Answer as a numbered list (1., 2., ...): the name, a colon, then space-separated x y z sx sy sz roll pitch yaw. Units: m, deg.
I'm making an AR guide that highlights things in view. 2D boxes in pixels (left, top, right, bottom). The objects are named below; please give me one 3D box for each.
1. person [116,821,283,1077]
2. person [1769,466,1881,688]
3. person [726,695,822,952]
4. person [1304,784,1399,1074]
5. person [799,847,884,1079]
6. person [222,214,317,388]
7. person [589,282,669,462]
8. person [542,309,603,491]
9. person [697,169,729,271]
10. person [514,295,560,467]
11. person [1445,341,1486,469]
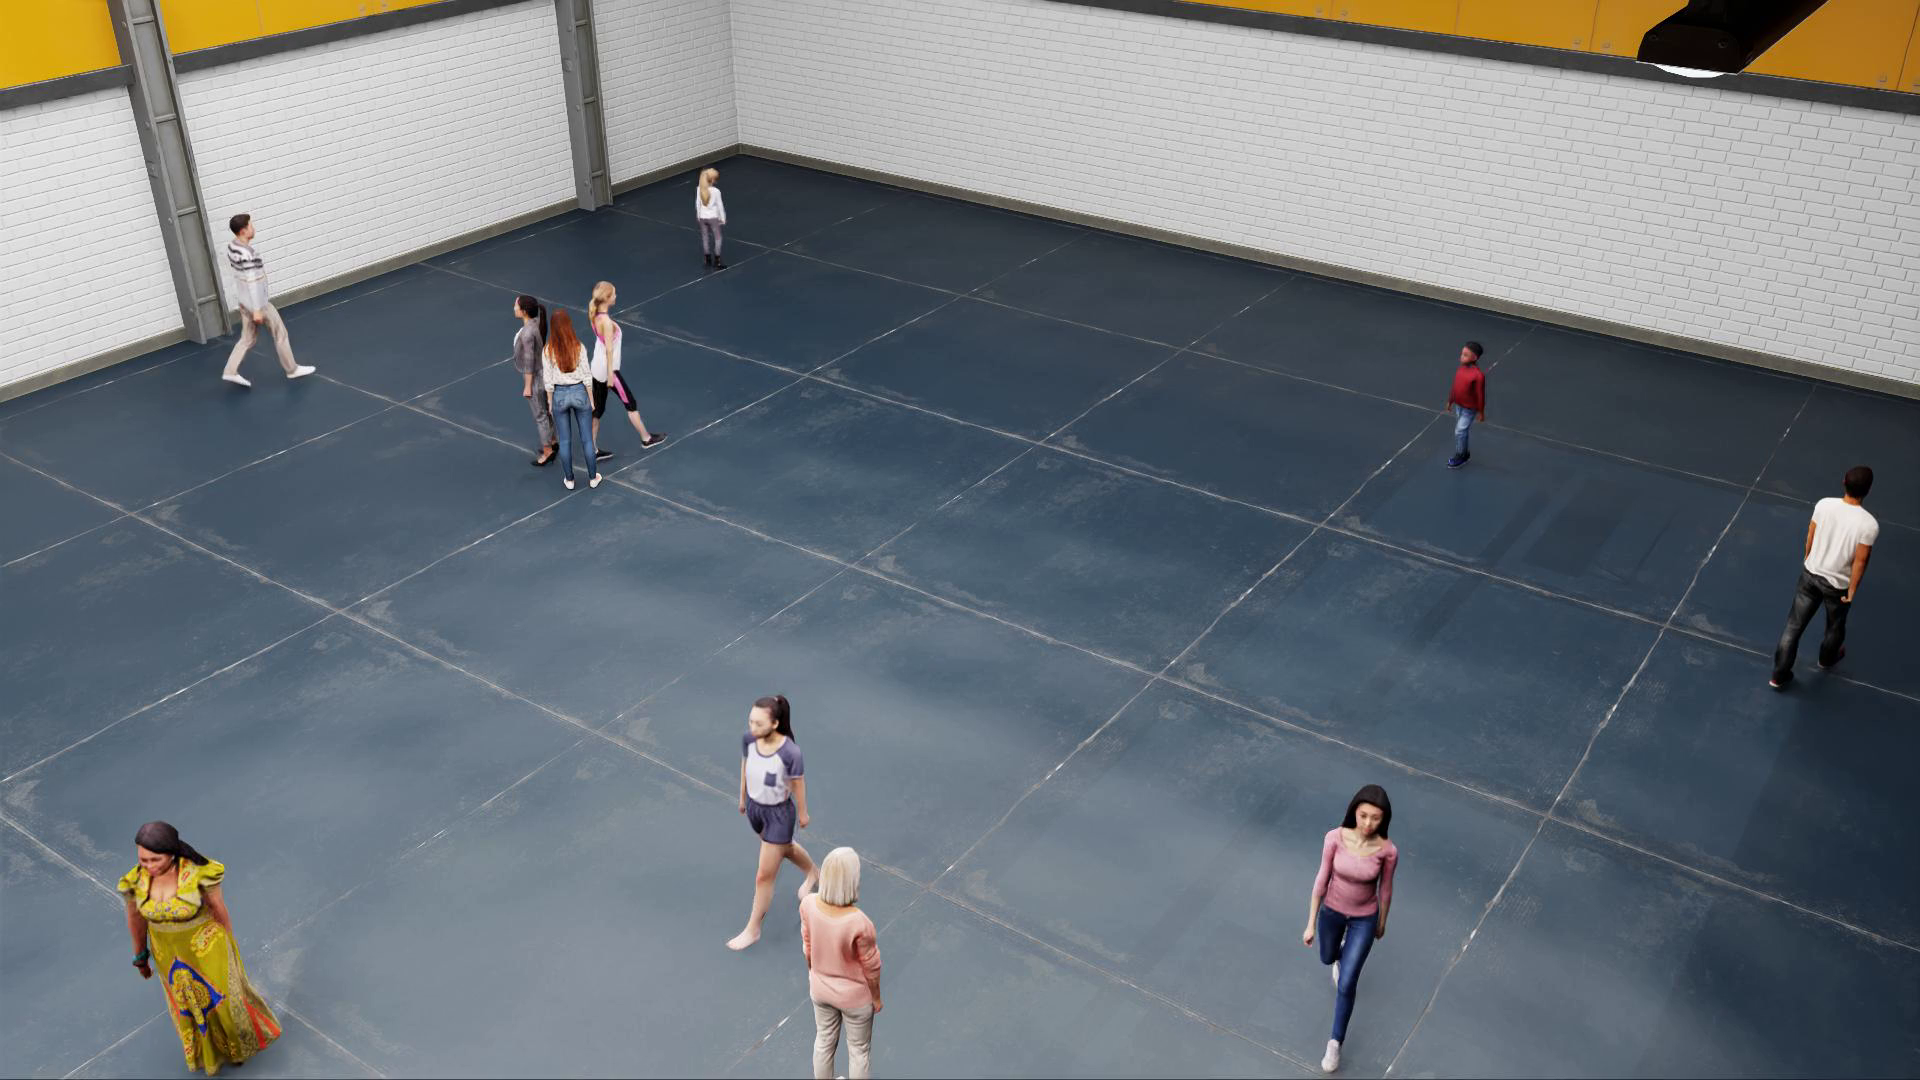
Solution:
1. person: -4.153 2.145 9.017 0.918 1.648 0.973 -4 29 -8
2. person: 6.335 0.314 12.247 1.103 1.769 0.824 -24 37 -36
3. person: -1.070 1.623 10.019 0.686 1.604 1.086 22 36 35
4. person: 2.145 2.027 9.162 0.728 1.716 1.118 11 30 19
5. person: -0.615 2.310 8.635 0.627 1.724 0.553 14 32 24
6. person: -7.402 -2.453 17.238 1.225 1.847 0.884 -23 36 -35
7. person: -3.429 -1.548 15.679 1.115 1.752 0.849 -19 34 -31
8. person: -3.565 -1.286 15.224 0.640 1.728 0.700 -5 29 -9
9. person: -3.111 -4.003 20.684 0.577 1.268 0.591 3 29 5
10. person: -3.988 -1.513 15.691 0.788 1.678 0.697 1 29 2
11. person: 4.851 -1.291 15.736 0.683 1.246 0.636 -10 30 -17
